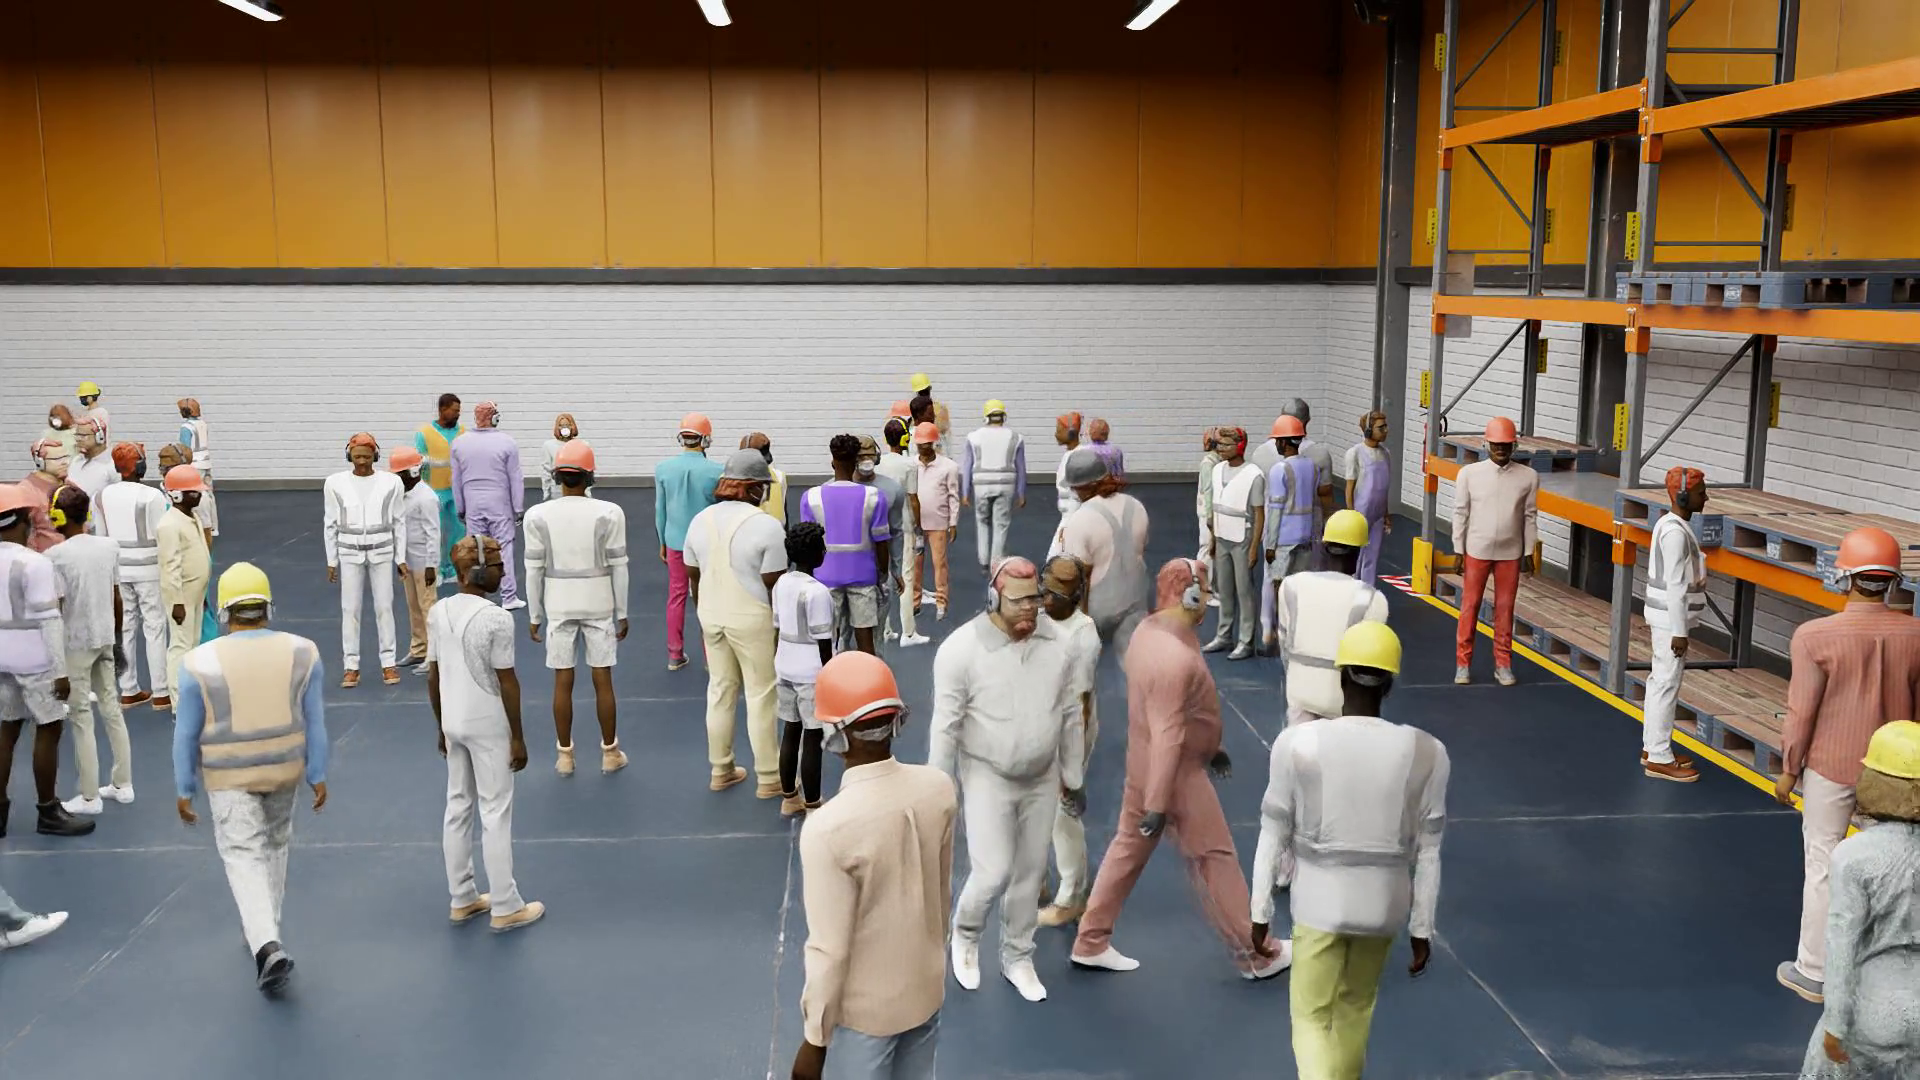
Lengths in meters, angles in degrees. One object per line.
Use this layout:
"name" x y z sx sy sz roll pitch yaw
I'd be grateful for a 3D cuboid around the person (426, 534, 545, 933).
"person" -2.219 0.891 7.690 0.507 1.842 0.351 5 10 28

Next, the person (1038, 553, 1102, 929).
"person" 0.457 0.925 7.578 0.405 1.806 0.572 -6 11 -31

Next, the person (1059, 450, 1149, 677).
"person" 0.922 0.357 10.413 0.701 2.000 1.046 -6 11 -33

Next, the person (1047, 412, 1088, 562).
"person" 0.975 -0.164 14.240 0.465 1.863 0.584 -2 9 -15

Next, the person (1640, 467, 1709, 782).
"person" 4.315 0.498 10.030 0.355 1.883 0.575 3 10 18

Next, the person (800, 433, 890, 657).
"person" -0.779 0.256 11.286 0.614 1.963 0.362 -1 9 -4

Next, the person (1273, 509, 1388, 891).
"person" 1.842 0.778 8.326 0.592 1.868 1.022 5 11 30

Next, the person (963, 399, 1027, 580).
"person" 0.353 -0.498 16.532 0.635 1.794 0.606 1 9 3

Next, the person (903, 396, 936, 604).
"person" -0.388 -0.374 15.383 0.391 1.920 0.587 0 9 -2

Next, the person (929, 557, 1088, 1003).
"person" 0.213 0.992 6.895 0.664 1.890 0.402 -5 10 -28

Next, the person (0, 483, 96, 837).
"person" -5.054 0.658 8.952 0.640 1.918 0.435 4 10 25

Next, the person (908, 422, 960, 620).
"person" -0.290 -0.167 14.610 0.573 1.749 0.327 2 9 14

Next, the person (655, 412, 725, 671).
"person" -2.027 0.018 12.733 0.609 1.987 0.397 1 9 8

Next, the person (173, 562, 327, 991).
"person" -3.016 1.003 7.132 0.620 1.799 0.848 -7 11 -37

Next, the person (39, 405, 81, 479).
"person" -9.830 -0.661 18.167 0.508 1.610 0.695 1 9 5

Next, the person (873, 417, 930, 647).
"person" -0.509 -0.064 13.601 0.519 1.871 0.328 6 11 32

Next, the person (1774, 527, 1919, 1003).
"person" 3.711 0.939 6.903 0.611 1.996 0.378 1 9 5

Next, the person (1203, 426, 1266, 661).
"person" 2.188 0.022 13.130 0.390 1.846 0.564 -5 10 -30

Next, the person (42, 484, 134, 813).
"person" -4.945 0.613 9.343 0.359 1.865 0.590 3 10 18

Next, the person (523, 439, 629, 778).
"person" -2.300 0.415 10.041 0.607 2.045 0.390 -1 9 -4

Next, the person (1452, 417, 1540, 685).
"person" 3.948 0.083 12.277 0.612 1.995 0.392 1 9 7

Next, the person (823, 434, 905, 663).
"person" -0.674 0.230 11.531 0.627 1.940 0.370 -3 10 -20

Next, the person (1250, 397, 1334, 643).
"person" 2.738 -0.154 13.623 0.684 2.000 0.538 5 10 28

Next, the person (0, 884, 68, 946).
"person" -4.478 1.068 7.342 0.841 1.594 0.512 -8 12 -40

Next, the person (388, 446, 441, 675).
"person" -4.154 0.149 12.655 0.346 1.741 0.563 -8 12 -40

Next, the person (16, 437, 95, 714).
"person" -6.268 0.239 11.578 0.401 1.910 0.640 1 9 7

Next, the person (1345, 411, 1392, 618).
"person" 3.579 -0.205 14.555 0.505 1.847 0.346 -6 11 -34

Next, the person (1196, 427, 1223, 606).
"person" 2.324 -0.220 15.297 0.308 1.640 0.510 3 9 17

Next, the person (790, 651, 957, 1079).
"person" -0.251 1.293 4.703 0.392 1.988 0.609 7 11 36

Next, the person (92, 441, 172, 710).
"person" -5.702 0.251 11.572 0.575 1.885 0.355 2 9 12

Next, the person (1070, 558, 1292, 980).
"person" 0.974 0.987 7.114 1.058 1.834 0.632 -1 9 -9

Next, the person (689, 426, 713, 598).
"person" -2.438 -0.272 15.625 0.307 1.639 0.525 -1 9 -7

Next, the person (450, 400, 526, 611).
"person" -4.233 -0.306 15.002 0.651 1.906 0.403 1 9 6

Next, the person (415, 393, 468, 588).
"person" -5.011 -0.477 16.142 0.387 1.892 0.619 6 11 33

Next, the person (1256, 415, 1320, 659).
"person" 2.590 -0.025 13.173 0.546 1.928 0.383 -8 12 -41

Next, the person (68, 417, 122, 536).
"person" -6.870 -0.029 13.261 0.642 1.909 0.410 4 10 23

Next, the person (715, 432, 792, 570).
"person" -1.538 0.104 12.627 0.633 1.843 0.429 -8 12 -42

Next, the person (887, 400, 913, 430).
"person" -0.574 -0.557 17.051 0.342 1.751 0.564 -2 9 -14

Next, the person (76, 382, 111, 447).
"person" -10.380 -1.022 19.968 0.527 1.759 0.339 6 11 32

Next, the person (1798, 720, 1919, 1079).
"person" 2.763 1.391 4.910 0.500 1.732 0.416 0 9 1

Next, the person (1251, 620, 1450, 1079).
"person" 1.283 1.225 5.440 0.637 1.886 0.792 0 9 2

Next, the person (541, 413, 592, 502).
"person" -3.992 -0.474 16.904 0.498 1.634 0.278 -3 9 -16

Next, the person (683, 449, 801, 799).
"person" -1.237 0.469 9.712 0.683 2.000 0.536 6 11 31

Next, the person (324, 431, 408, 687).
"person" -4.376 0.139 12.267 0.573 1.887 0.354 -3 10 -19

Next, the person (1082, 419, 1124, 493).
"person" 1.355 -0.404 16.552 0.527 1.598 0.826 0 9 1

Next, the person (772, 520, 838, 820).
"person" -0.835 0.736 9.114 0.318 1.697 0.535 -6 11 -34

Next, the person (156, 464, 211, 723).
"person" -5.235 0.358 11.307 0.341 1.752 0.563 -1 9 -9

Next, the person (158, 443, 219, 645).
"person" -5.532 0.220 11.899 0.506 1.844 0.345 7 11 35

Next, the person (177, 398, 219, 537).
"person" -8.736 -0.808 19.025 0.318 1.630 0.512 0 9 -1

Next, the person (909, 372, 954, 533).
"person" -0.348 -0.991 19.305 0.621 1.905 0.494 -4 10 -25
